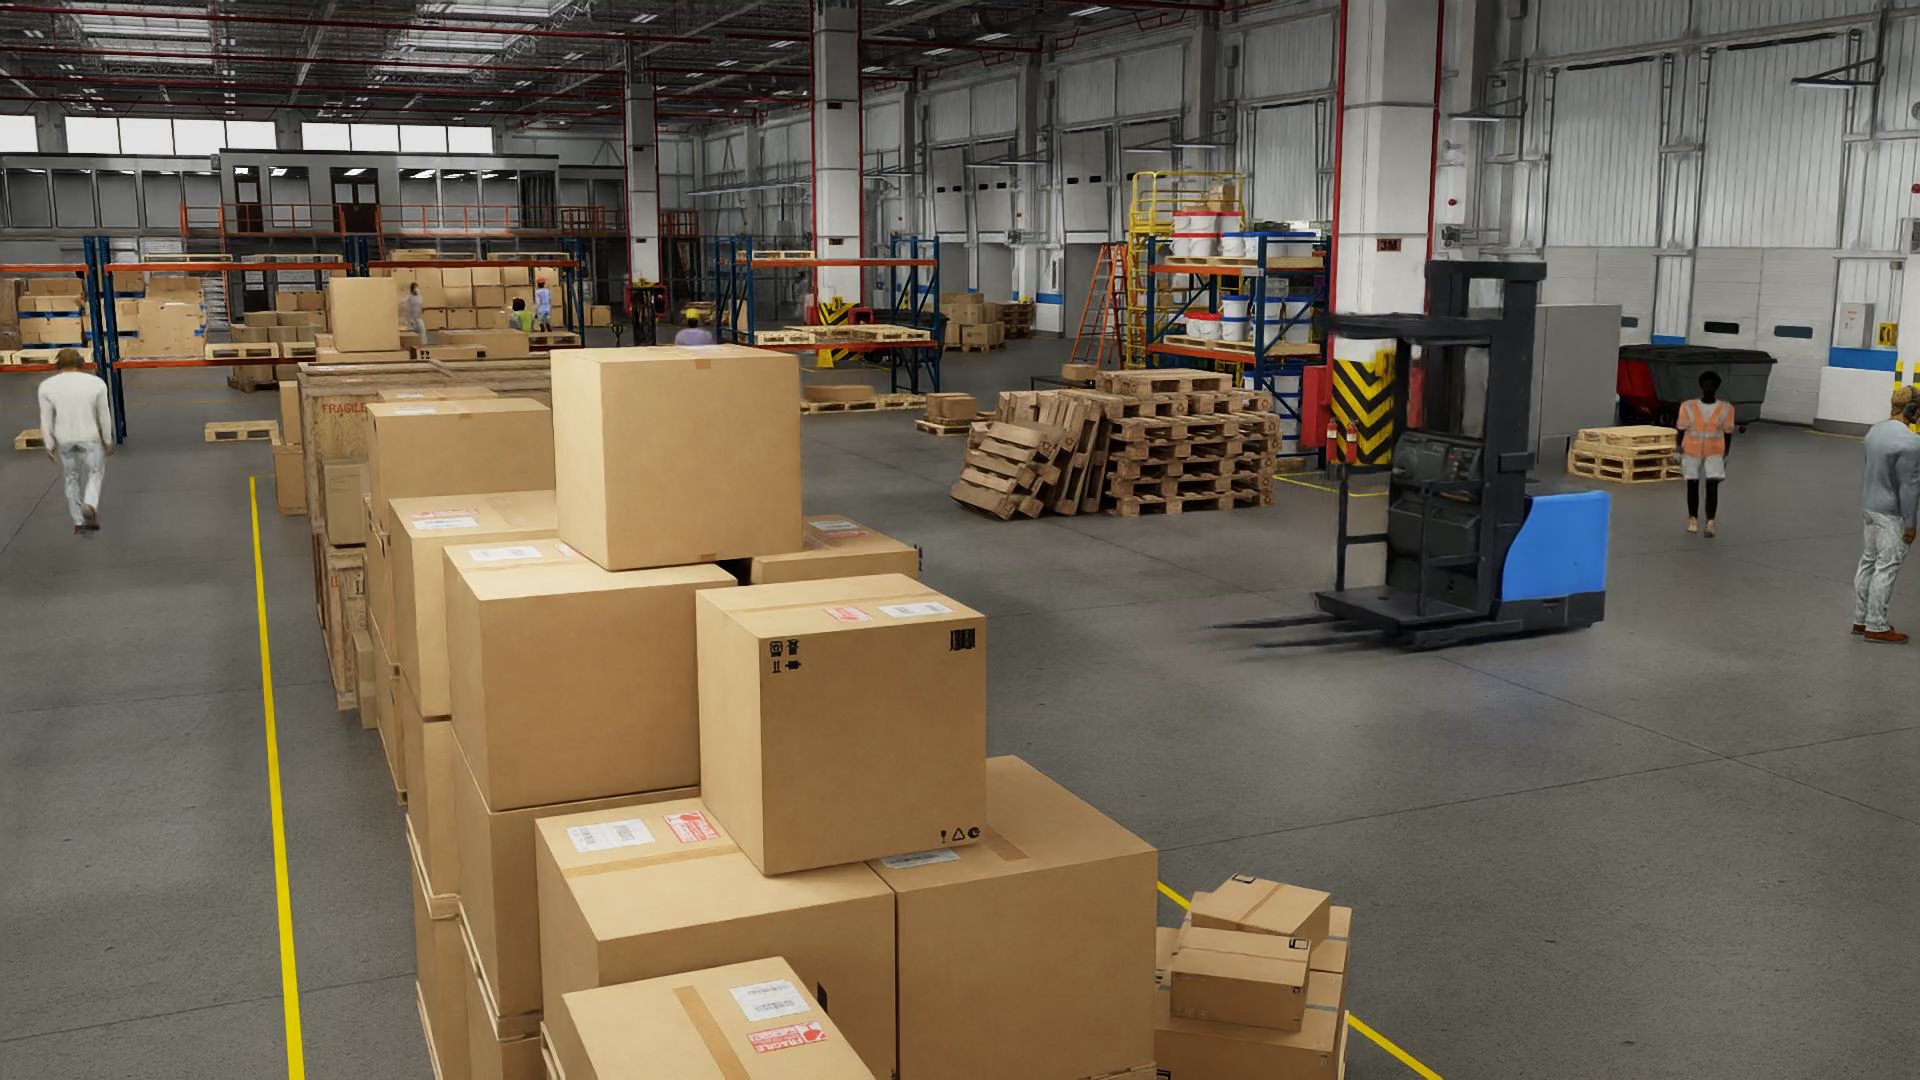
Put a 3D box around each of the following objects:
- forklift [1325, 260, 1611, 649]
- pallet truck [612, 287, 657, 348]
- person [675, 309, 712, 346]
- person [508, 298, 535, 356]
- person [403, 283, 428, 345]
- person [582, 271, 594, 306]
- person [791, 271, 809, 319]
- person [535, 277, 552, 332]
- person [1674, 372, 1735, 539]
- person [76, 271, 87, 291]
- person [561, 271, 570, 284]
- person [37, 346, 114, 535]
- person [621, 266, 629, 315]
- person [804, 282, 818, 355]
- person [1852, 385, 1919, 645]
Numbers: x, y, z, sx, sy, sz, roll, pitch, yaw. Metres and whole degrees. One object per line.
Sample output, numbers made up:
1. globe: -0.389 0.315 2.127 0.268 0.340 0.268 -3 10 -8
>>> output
1. forklift: 3.936 -0.721 12.659 1.873 2.768 1.129 -4 11 -23
2. pallet truck: -6.464 -4.406 35.401 0.823 1.965 1.885 6 12 32
3. person: -4.243 -2.726 26.490 0.601 1.880 0.974 -3 11 -18
4. person: -8.615 -3.822 32.611 0.429 1.843 0.634 6 12 28
5. person: -13.489 -5.427 41.297 1.000 1.889 0.632 5 11 25
6. person: -13.339 -8.713 59.553 0.600 1.837 0.959 1 10 8
7. person: -5.821 -9.150 62.145 0.982 1.788 0.635 2 10 11
8. person: -11.614 -6.351 46.283 0.361 1.940 0.543 7 13 35
9. person: 7.458 -0.845 16.711 0.542 1.658 0.857 5 11 26
10. person: -28.949 -7.915 54.831 0.607 1.966 0.367 10 14 43
11. person: -14.988 -9.330 63.238 0.298 1.745 0.484 2 11 13
12. person: -8.947 -1.007 16.872 0.651 1.922 0.454 -4 11 -21
13. person: -12.947 -9.746 65.001 0.616 1.942 0.415 2 10 10
14. person: -3.684 -5.656 42.628 0.604 1.873 0.886 0 10 -1
15. person: 6.909 -0.187 12.352 0.383 1.931 0.631 0 10 2
